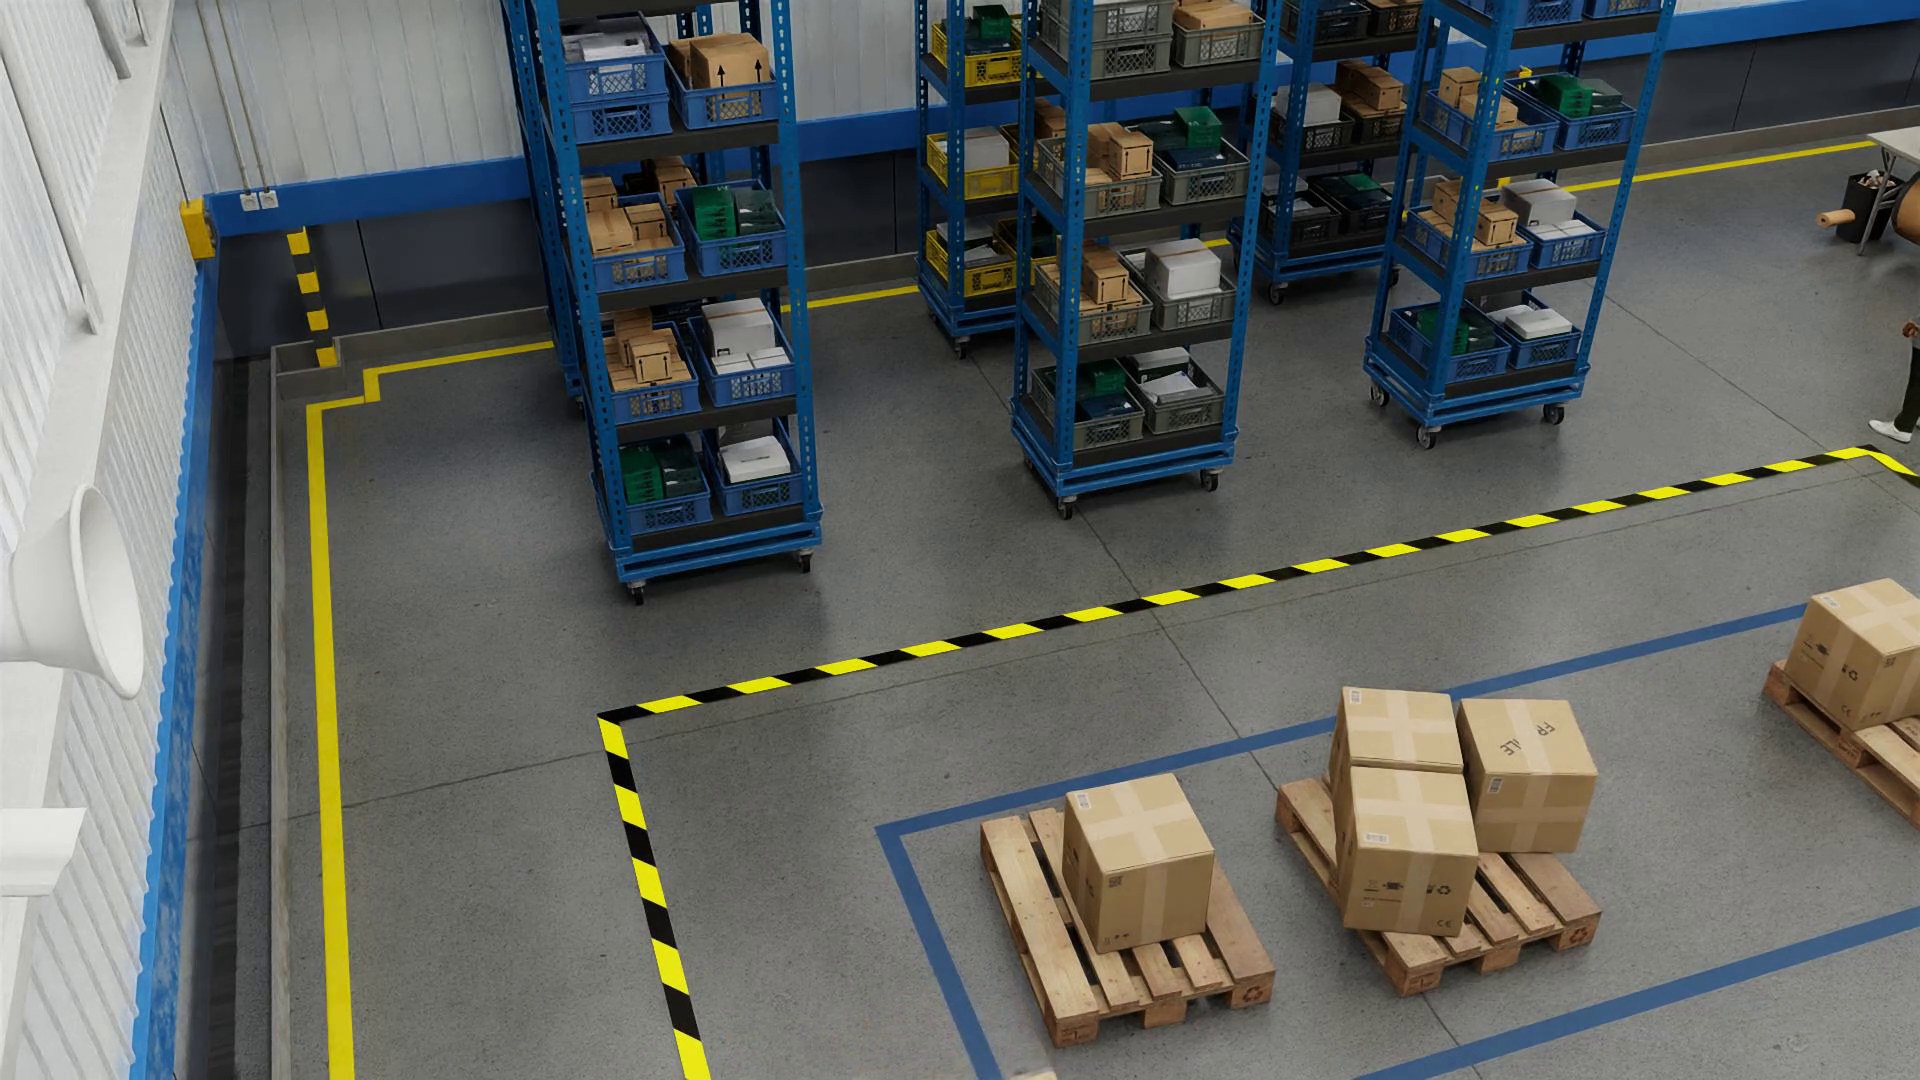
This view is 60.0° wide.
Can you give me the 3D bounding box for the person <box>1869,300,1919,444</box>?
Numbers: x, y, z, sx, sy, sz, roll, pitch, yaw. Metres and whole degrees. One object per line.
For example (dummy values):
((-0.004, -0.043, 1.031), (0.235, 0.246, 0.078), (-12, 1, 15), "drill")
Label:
((6.400, -1.490, 10.797), (0.589, 1.850, 0.395), (-10, 36, -14), "person")
